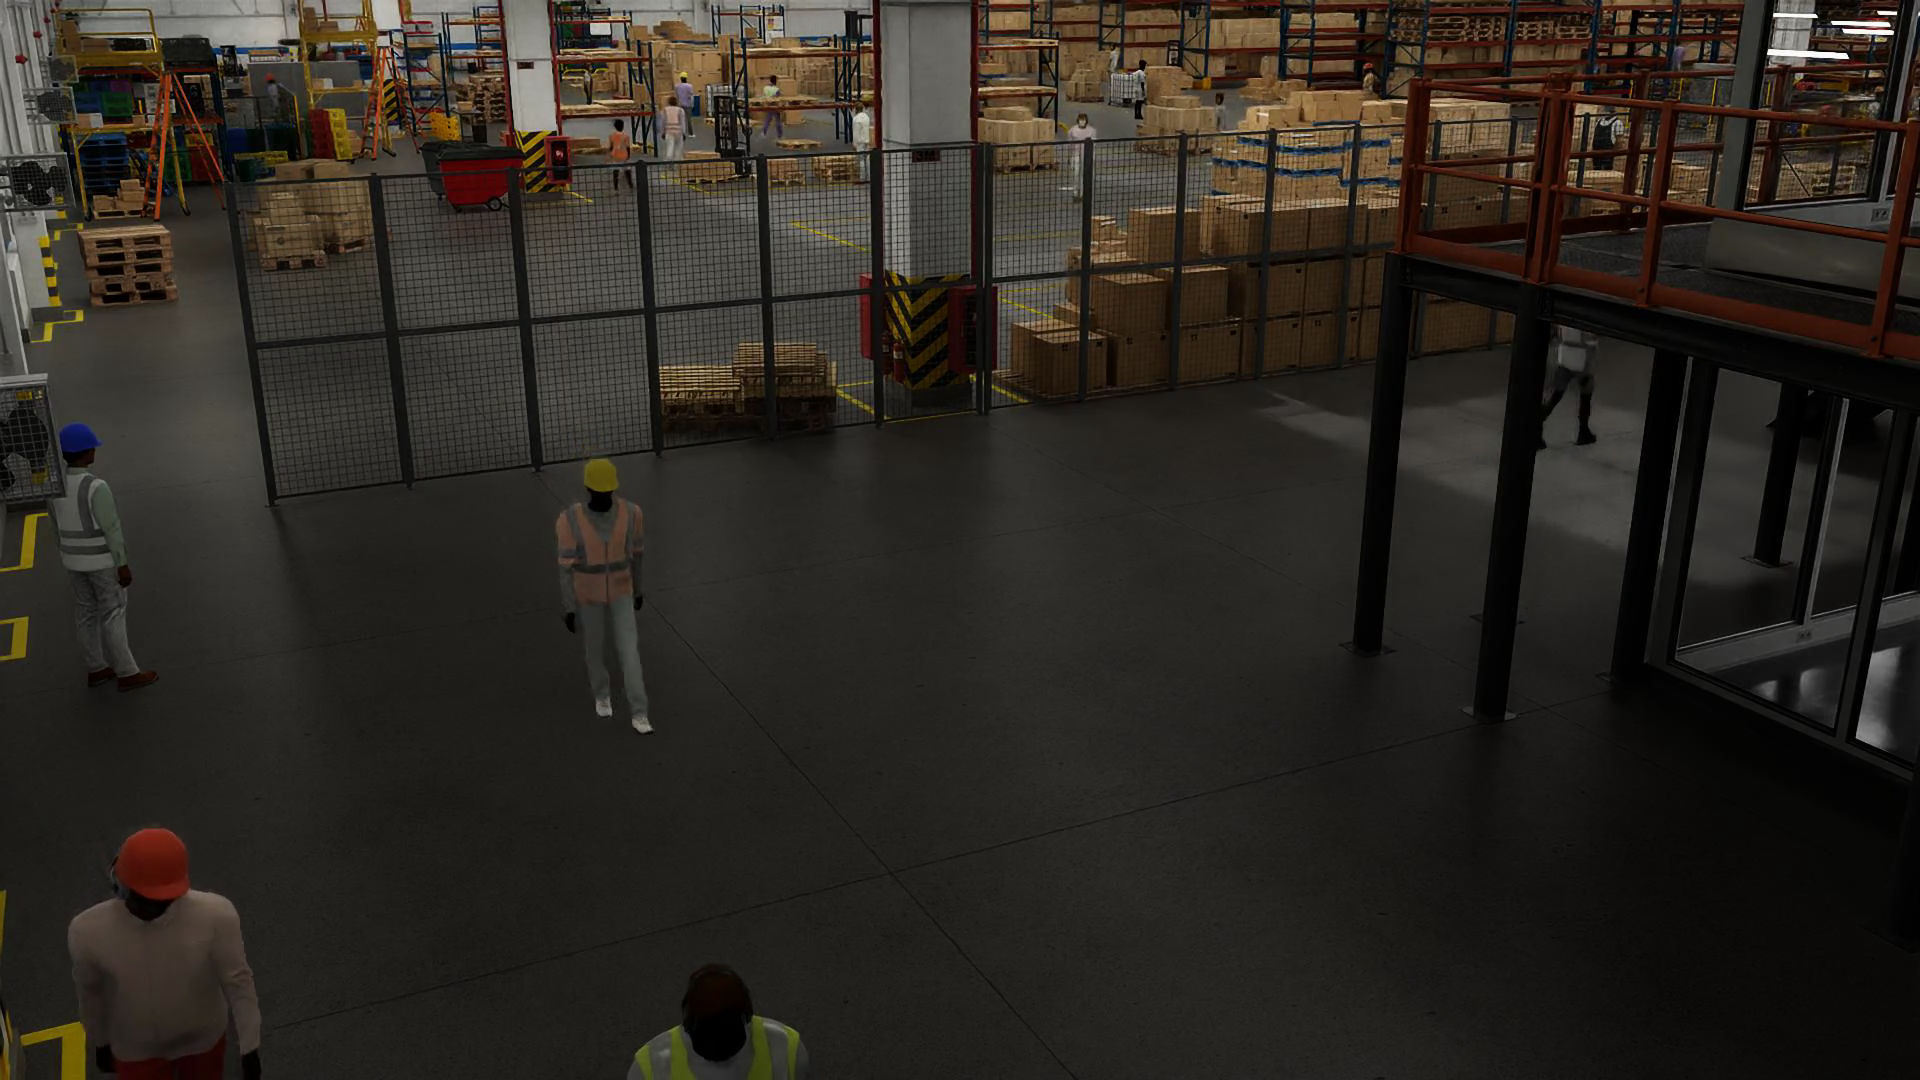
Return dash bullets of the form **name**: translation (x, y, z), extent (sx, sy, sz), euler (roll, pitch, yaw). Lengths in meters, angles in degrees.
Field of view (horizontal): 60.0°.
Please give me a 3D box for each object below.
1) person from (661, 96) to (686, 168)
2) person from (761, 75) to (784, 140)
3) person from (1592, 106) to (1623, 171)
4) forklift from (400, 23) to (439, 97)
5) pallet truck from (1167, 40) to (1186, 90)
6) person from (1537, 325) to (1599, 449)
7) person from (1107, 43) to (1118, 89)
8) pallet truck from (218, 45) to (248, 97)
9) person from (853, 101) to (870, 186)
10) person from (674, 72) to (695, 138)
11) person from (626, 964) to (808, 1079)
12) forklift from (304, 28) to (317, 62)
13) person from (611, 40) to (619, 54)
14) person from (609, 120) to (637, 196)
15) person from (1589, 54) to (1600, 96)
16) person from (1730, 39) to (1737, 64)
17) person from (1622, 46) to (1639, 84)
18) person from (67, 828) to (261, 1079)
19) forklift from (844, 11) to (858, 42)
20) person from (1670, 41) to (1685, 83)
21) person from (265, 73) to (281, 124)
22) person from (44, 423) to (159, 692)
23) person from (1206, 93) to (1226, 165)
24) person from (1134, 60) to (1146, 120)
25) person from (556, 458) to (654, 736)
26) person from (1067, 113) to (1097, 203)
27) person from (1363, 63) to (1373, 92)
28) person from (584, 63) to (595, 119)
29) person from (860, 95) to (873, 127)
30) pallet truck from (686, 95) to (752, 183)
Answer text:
- **person**: translation (-7.280, -10.362, 42.310), extent (0.631, 1.823, 0.694), euler (0, 19, -1)
- **person**: translation (-5.589, -12.814, 49.308), extent (0.591, 1.894, 0.846), euler (11, 22, 30)
- **person**: translation (14.558, -8.863, 37.632), extent (0.538, 2.000, 0.687), euler (-12, 22, -31)
- **forklift**: translation (-21.434, -18.926, 65.533), extent (1.129, 2.768, 1.873), euler (-9, 21, -25)
- **pallet truck**: translation (9.045, -19.971, 69.895), extent (0.823, 1.965, 1.885), euler (-3, 19, -8)
- **person**: translation (6.495, -1.893, 17.632), extent (0.926, 1.909, 0.542), euler (-13, 23, -32)
- **person**: translation (6.435, -19.982, 70.123), extent (0.350, 1.872, 0.539), euler (11, 22, 28)
- **pallet truck**: translation (-28.879, -18.665, 66.111), extent (0.823, 1.965, 1.885), euler (-3, 19, -9)
- **person**: translation (-2.328, -9.337, 39.176), extent (0.366, 1.931, 0.629), euler (9, 21, 23)
- **person**: translation (-8.274, -13.086, 50.038), extent (0.585, 1.930, 0.365), euler (3, 19, 10)
- **person**: translation (-0.794, 2.267, 5.668), extent (0.626, 1.844, 0.429), euler (-6, 20, -17)
- **forklift**: translation (-23.502, -17.147, 60.375), extent (1.873, 2.768, 1.129), euler (-9, 21, -25)
- **person**: translation (-14.994, -20.850, 72.577), extent (0.427, 1.909, 0.573), euler (-10, 21, -26)
- **person**: translation (-7.621, -8.645, 37.566), extent (0.557, 1.649, 0.847), euler (6, 20, 16)
- **person**: translation (25.156, -18.397, 65.835), extent (0.856, 1.650, 0.547), euler (-8, 21, -22)
- **person**: translation (37.394, -23.343, 80.244), extent (0.510, 1.620, 0.528), euler (-9, 21, -25)
- **person**: translation (28.498, -20.171, 70.813), extent (0.695, 1.775, 0.985), euler (-4, 19, -11)
- **person**: translation (-3.038, 1.949, 6.428), extent (0.637, 1.939, 0.859), euler (-8, 21, -22)
- **forklift**: translation (-5.453, -25.087, 83.393), extent (1.873, 2.768, 1.129), euler (-9, 21, -25)
- **person**: translation (31.201, -20.789, 72.410), extent (0.631, 1.910, 0.890), euler (1, 19, 1)
- **person**: translation (-20.599, -13.167, 50.349), extent (0.868, 1.885, 0.576), euler (8, 21, 22)
- **person**: translation (-6.085, 0.131, 11.700), extent (0.601, 1.948, 0.386), euler (8, 20, 21)
- **person**: translation (6.774, -10.634, 43.058), extent (0.634, 1.849, 0.530), euler (10, 21, 26)
- **person**: translation (6.063, -15.120, 55.891), extent (0.374, 1.959, 0.603), euler (-5, 20, -15)
- **person**: translation (-2.341, 0.384, 11.059), extent (0.600, 1.887, 0.919), euler (-8, 20, -21)
- **person**: translation (2.644, -8.264, 36.097), extent (0.661, 1.901, 0.928), euler (2, 19, 5)
- **person**: translation (13.382, -14.703, 54.715), extent (0.355, 1.938, 0.545), euler (0, 19, -1)
- **person**: translation (-12.554, -15.198, 56.311), extent (0.343, 1.839, 0.501), euler (-3, 19, -10)
- **person**: translation (-2.413, -10.898, 44.016), extent (0.594, 1.728, 0.489), euler (-16, 25, -39)
- **pallet truck**: translation (-5.836, -9.608, 39.856), extent (0.823, 1.965, 1.885), euler (10, 22, 27)
